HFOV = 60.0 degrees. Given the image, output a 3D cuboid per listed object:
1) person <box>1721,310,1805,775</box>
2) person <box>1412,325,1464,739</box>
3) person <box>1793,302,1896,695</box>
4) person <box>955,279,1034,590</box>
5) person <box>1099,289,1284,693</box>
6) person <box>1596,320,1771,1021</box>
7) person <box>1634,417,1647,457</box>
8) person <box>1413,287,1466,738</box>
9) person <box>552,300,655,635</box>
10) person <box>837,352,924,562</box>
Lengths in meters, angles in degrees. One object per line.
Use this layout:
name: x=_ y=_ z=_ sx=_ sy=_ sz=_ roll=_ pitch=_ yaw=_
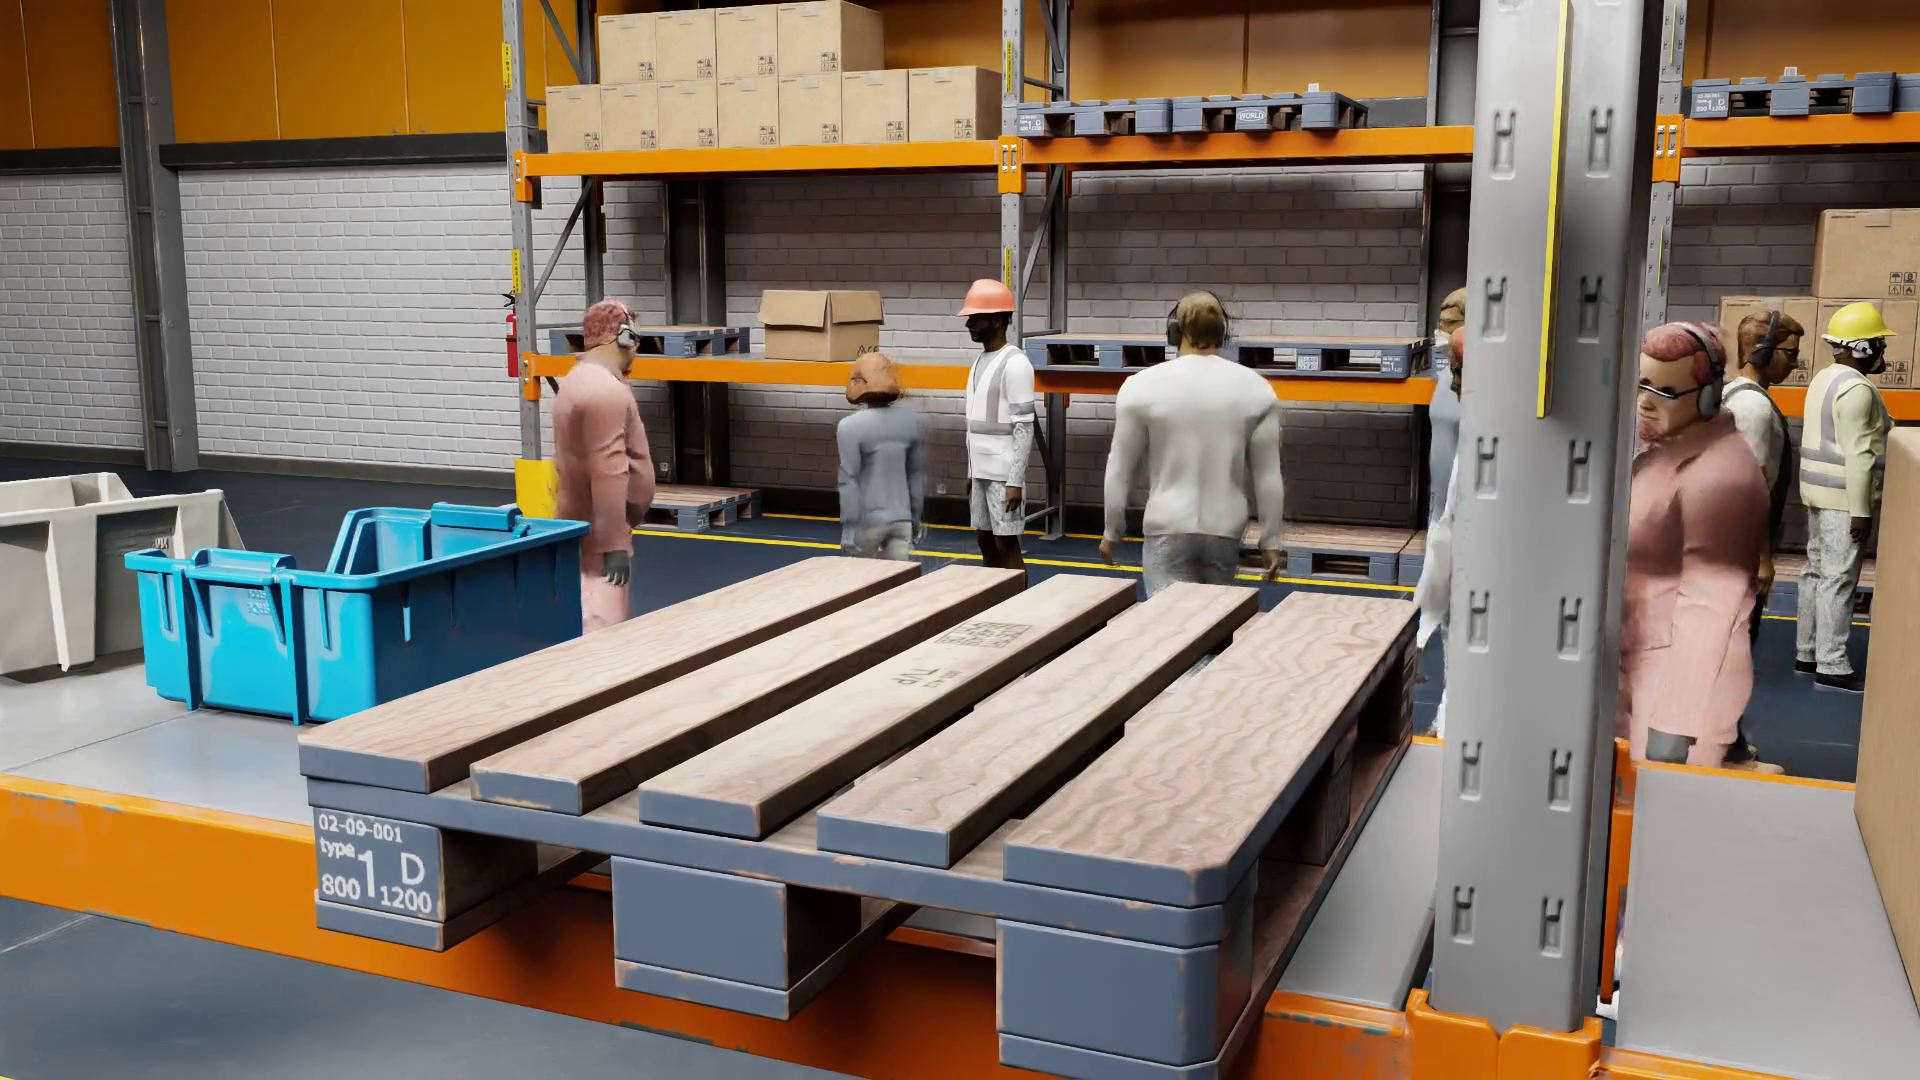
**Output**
person: x=3.080 y=0.023 z=6.539 sx=0.344 sy=1.839 sz=0.505 roll=1 pitch=10 yaw=9
person: x=1.573 y=0.251 z=5.097 sx=0.789 sy=1.852 sz=0.614 roll=6 pitch=11 yaw=34
person: x=4.198 y=-0.199 z=7.878 sx=0.404 sy=1.837 sz=0.587 roll=2 pitch=10 yaw=10
person: x=0.159 y=-0.360 z=8.538 sx=0.367 sy=1.935 sz=0.552 roll=-4 pitch=10 yaw=-24
person: x=0.900 y=-0.016 z=6.557 sx=0.662 sy=1.914 sz=0.646 roll=-2 pitch=10 yaw=-11
person: x=1.805 y=0.371 z=4.341 sx=0.464 sy=1.875 sz=0.680 roll=2 pitch=10 yaw=11
person: x=3.265 y=-0.126 z=8.037 sx=0.307 sy=1.637 sz=0.525 roll=-1 pitch=10 yaw=-8
person: x=2.023 y=-0.038 z=6.605 sx=0.352 sy=1.937 sz=0.635 roll=-1 pitch=10 yaw=-8
person: x=-1.414 y=-0.001 z=6.635 sx=0.414 sy=1.873 sz=0.740 roll=-3 pitch=10 yaw=-16
person: x=-0.328 y=-0.075 z=7.822 sx=0.505 sy=1.610 sz=0.623 roll=-8 pitch=13 yaw=-41
